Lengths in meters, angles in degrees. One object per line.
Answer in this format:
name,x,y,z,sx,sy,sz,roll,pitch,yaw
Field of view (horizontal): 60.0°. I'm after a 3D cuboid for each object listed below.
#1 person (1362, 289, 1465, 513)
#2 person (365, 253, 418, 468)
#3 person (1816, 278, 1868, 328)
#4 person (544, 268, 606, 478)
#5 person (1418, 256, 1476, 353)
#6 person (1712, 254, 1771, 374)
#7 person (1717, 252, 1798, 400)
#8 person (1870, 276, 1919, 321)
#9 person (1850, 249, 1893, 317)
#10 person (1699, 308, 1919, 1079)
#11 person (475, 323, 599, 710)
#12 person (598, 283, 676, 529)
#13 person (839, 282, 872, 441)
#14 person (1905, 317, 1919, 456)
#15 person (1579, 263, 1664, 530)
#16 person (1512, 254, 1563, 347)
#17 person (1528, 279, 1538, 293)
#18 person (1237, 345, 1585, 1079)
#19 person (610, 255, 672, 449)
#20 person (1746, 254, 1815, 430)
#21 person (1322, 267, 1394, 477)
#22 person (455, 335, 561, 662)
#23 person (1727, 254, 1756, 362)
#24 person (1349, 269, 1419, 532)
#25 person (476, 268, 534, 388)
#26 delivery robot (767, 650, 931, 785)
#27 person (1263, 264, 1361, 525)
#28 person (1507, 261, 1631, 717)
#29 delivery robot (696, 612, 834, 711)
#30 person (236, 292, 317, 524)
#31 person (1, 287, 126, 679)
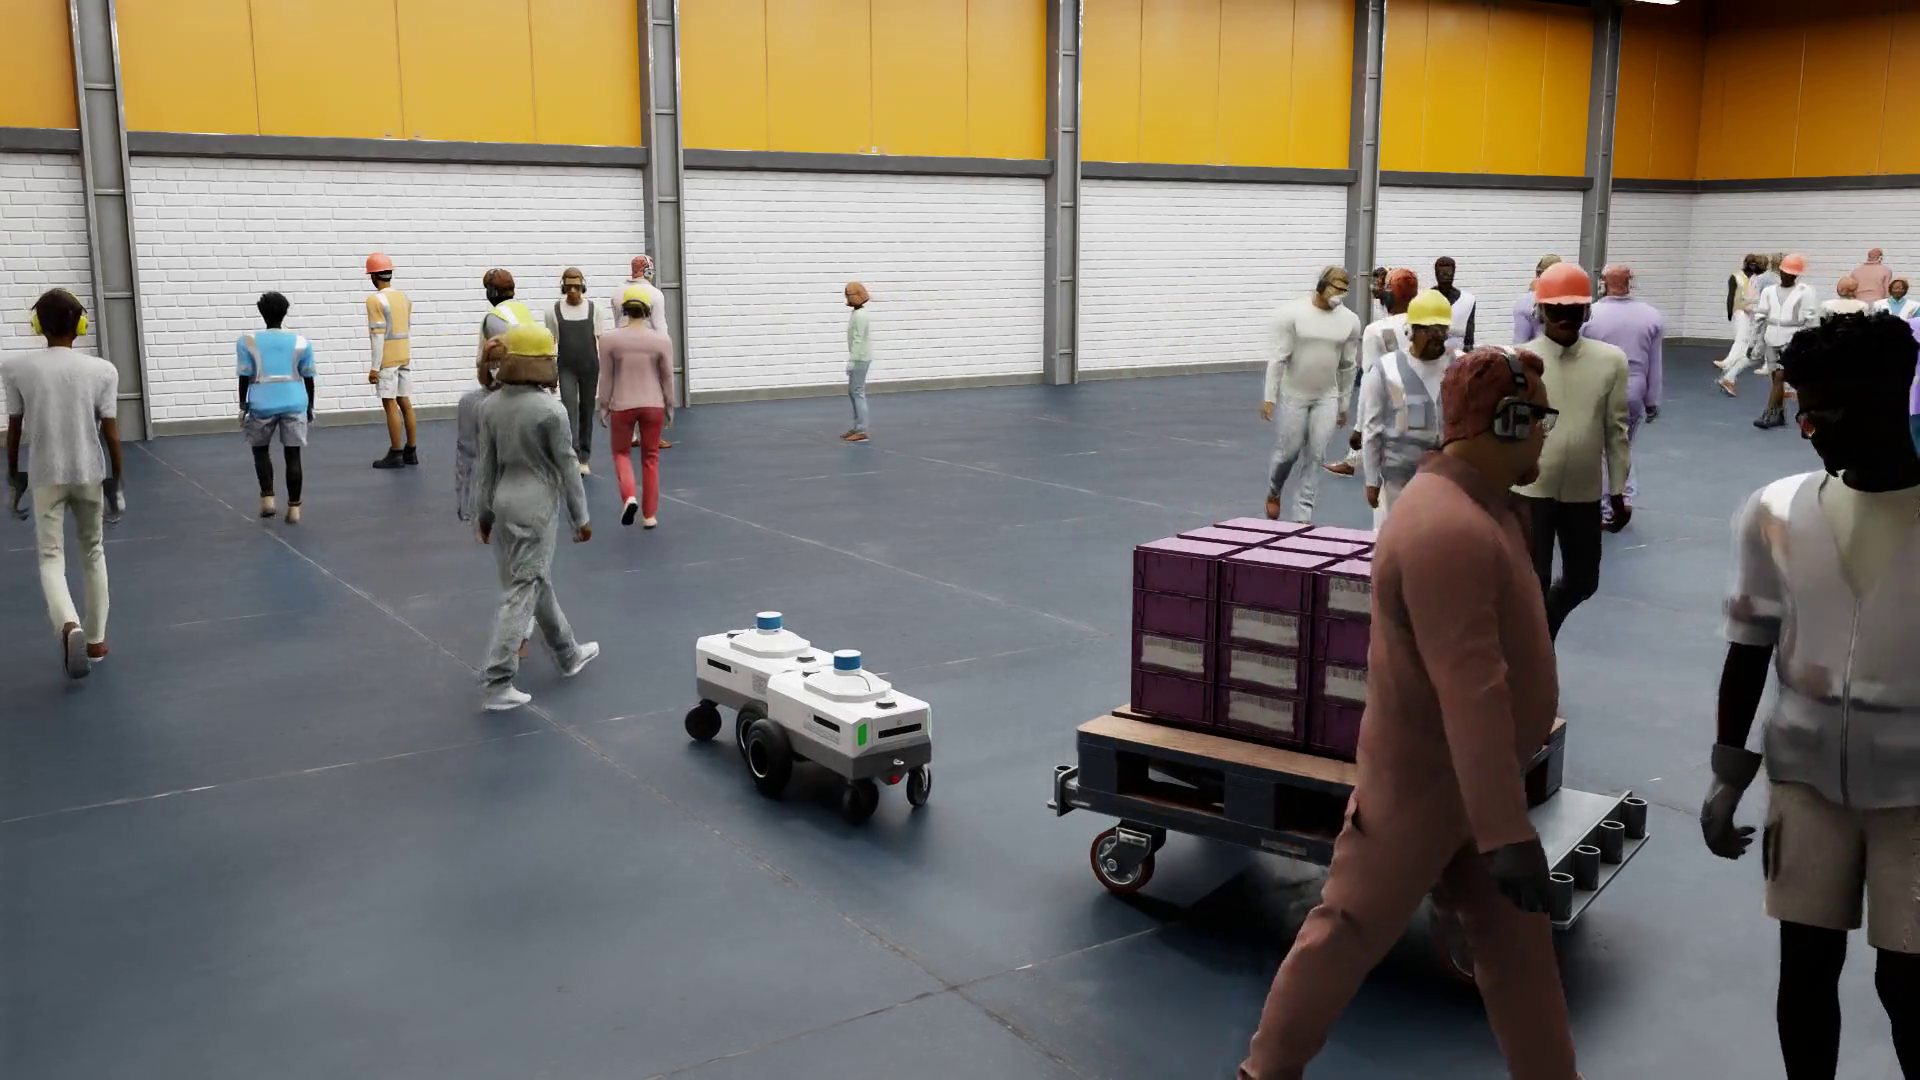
person,2.342,-0.366,8.486,0.608,1.818,0.568,0,10,-3
person,-5.153,-1.609,14.986,0.376,1.934,0.547,3,11,16
person,10.230,-2.238,19.361,0.528,1.598,0.842,4,11,20
person,-3.249,-1.404,14.204,0.527,1.797,0.930,-3,11,-18
person,4.325,-1.589,14.972,0.606,1.900,0.630,2,11,10
person,11.953,-3.399,25.158,0.918,1.798,0.654,0,10,-3
person,10.350,-2.752,21.384,1.001,1.900,0.638,4,11,20
person,10.441,-2.126,18.637,0.523,1.636,0.310,5,12,27
person,14.632,-3.728,26.748,0.514,1.885,0.765,-7,13,-34
person,1.865,0.504,3.420,0.434,1.930,0.655,-9,14,-41
person,-1.915,-0.128,7.523,0.484,1.690,0.884,7,12,33
person,-2.287,-0.941,11.820,0.540,1.750,0.388,-2,11,-12
person,-1.061,-1.814,16.958,0.331,1.626,0.537,-1,10,-7
person,6.288,-0.791,10.783,0.566,1.839,0.384,4,11,22
person,4.636,-1.019,11.885,0.643,1.885,0.512,0,10,-2
person,4.798,-1.360,13.614,0.630,1.938,0.373,-1,10,-4
person,6.069,-1.928,17.556,0.286,1.633,0.499,-1,10,-3
person,1.052,0.520,3.550,0.993,1.847,0.729,5,12,26
person,-3.103,-1.834,16.325,0.639,1.900,0.404,6,12,29
person,8.818,-2.127,17.957,0.930,1.878,0.608,-8,13,-37
person,3.673,-1.445,14.421,0.998,1.821,0.504,-1,10,-4
person,-2.286,-0.239,8.450,0.504,1.603,0.831,0,10,1
person,12.831,-3.733,27.025,0.621,1.792,0.964,0,10,1
person,2.715,-0.740,10.363,0.579,1.883,0.351,-5,12,-26
person,-3.460,-1.141,12.686,0.430,1.841,0.624,1,10,5
delivery robot,-0.413,0.649,6.133,0.477,0.478,0.707,-7,13,-35
person,2.421,-0.982,11.648,0.706,1.896,0.636,-2,10,-9
person,2.618,-0.243,7.385,0.625,1.974,0.680,0,10,1
delivery robot,-0.772,0.535,6.760,0.477,0.478,0.707,-9,13,-39
person,-4.961,-0.958,12.094,0.566,1.675,0.506,-6,12,-29
person,-4.240,-0.269,7.889,0.523,1.847,0.793,-6,12,-30
